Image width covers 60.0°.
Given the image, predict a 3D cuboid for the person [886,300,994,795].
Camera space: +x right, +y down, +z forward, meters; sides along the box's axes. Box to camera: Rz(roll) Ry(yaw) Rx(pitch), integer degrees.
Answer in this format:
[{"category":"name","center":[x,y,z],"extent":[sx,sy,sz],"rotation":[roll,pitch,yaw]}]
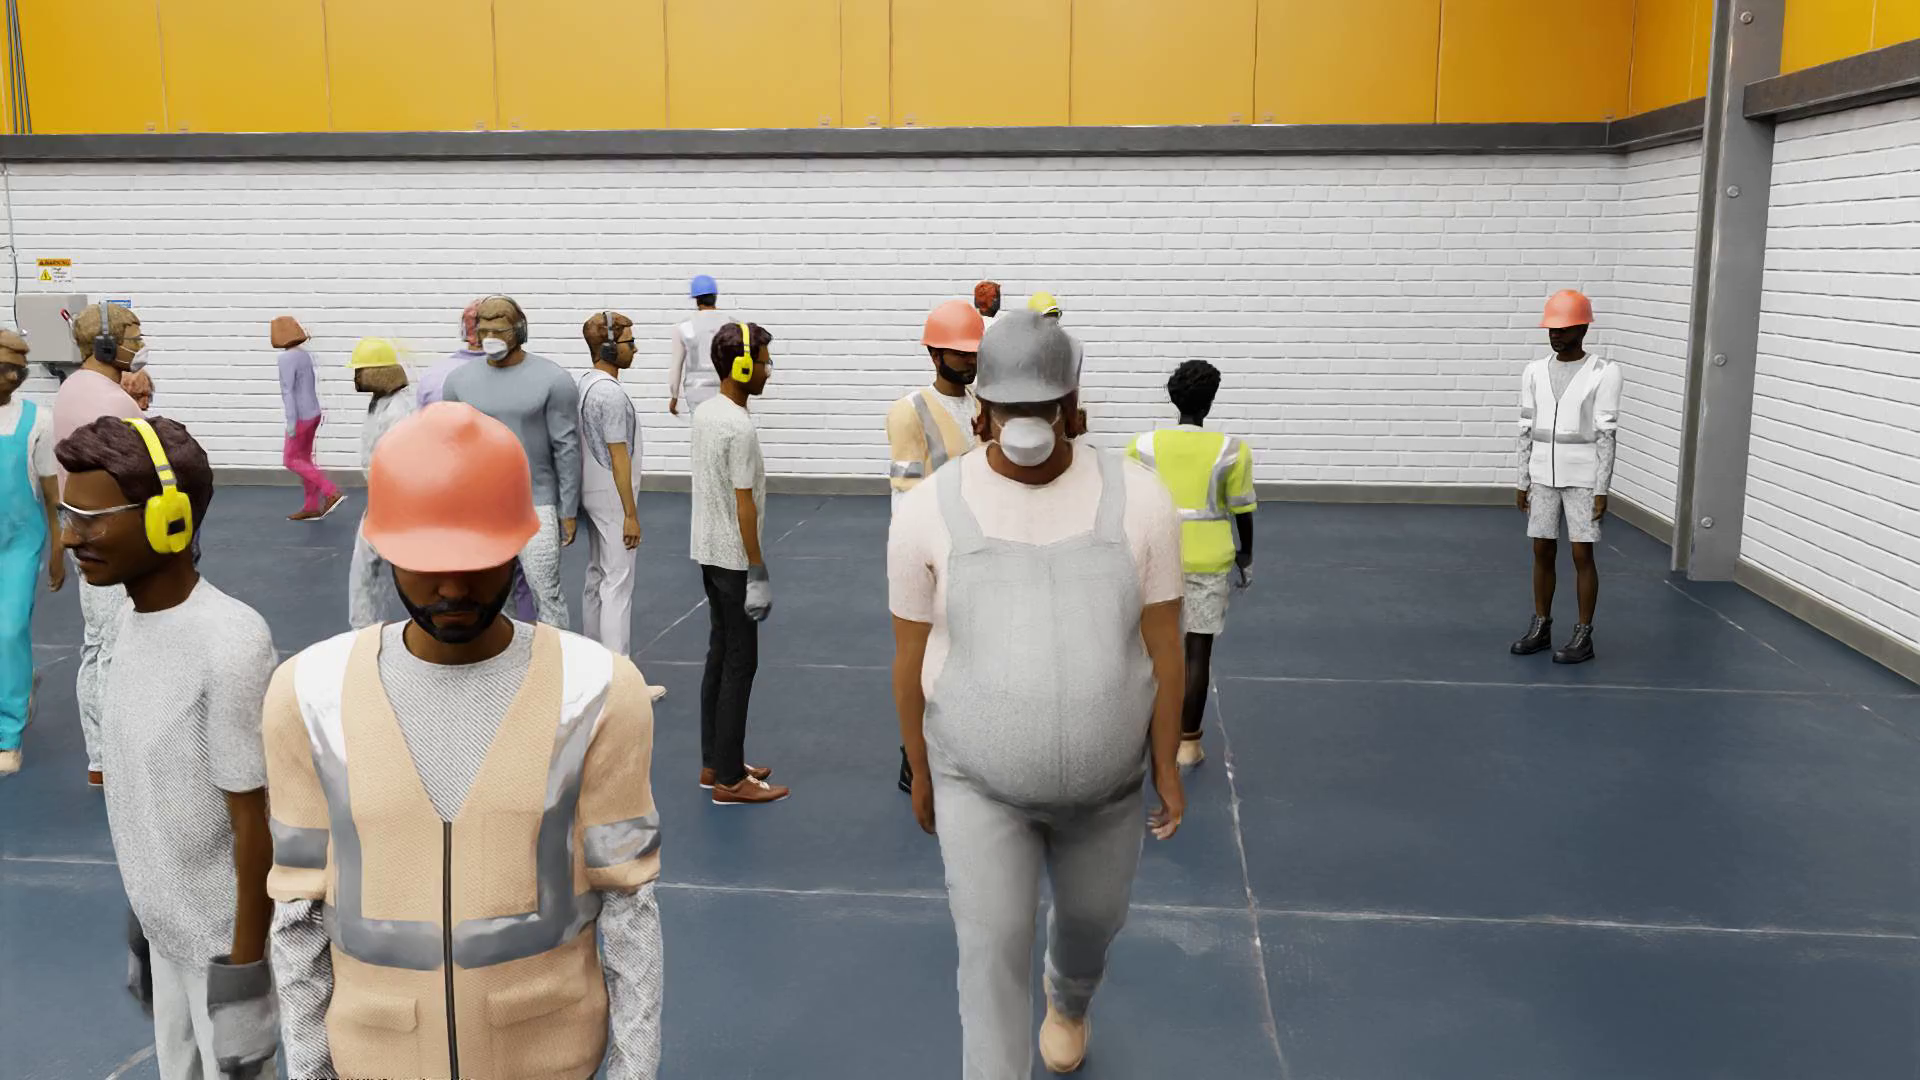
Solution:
[{"category":"person","center":[-0.026,0.043,6.464],"extent":[0.373,1.934,0.551],"rotation":[9,13,42]}]

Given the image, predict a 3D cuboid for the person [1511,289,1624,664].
[{"category":"person","center":[3.108,-0.321,8.589],"extent":[0.387,1.929,0.539],"rotation":[-9,13,-42]}]

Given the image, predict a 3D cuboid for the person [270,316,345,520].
[{"category":"person","center":[-5.106,-0.934,12.976],"extent":[0.450,1.613,0.544],"rotation":[-1,10,-4]}]

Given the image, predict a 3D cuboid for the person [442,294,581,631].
[{"category":"person","center":[-2.033,-0.144,7.570],"extent":[0.634,1.930,0.384],"rotation":[1,10,6]}]

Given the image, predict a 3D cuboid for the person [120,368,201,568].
[{"category":"person","center":[-3.668,0.026,7.439],"extent":[0.523,1.631,0.320],"rotation":[-5,11,-25]}]

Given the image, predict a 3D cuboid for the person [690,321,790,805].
[{"category":"person","center":[-0.862,0.095,6.405],"extent":[0.337,1.858,0.523],"rotation":[-5,11,-26]}]

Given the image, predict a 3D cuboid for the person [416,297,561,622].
[{"category":"person","center":[-2.217,-0.198,7.929],"extent":[0.651,1.906,0.403],"rotation":[0,10,-2]}]

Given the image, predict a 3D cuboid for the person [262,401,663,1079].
[{"category":"person","center":[-0.704,0.757,2.413],"extent":[0.550,1.925,0.390],"rotation":[-2,10,-9]}]

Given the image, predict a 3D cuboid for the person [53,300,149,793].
[{"category":"person","center":[-3.248,0.054,6.397],"extent":[0.352,1.937,0.635],"rotation":[-8,13,-39]}]

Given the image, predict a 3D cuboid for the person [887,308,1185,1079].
[{"category":"person","center":[0.176,0.441,3.886],"extent":[0.678,2.000,0.923],"rotation":[-1,10,-6]}]

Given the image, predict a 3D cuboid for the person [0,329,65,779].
[{"category":"person","center":[-3.992,0.035,6.891],"extent":[0.541,1.807,0.730],"rotation":[-3,10,-17]}]

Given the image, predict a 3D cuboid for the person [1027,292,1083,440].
[{"category":"person","center":[0.620,-0.869,12.012],"extent":[0.403,1.822,0.588],"rotation":[9,13,42]}]

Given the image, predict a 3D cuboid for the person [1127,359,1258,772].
[{"category":"person","center":[0.961,0.092,6.925],"extent":[0.552,1.671,0.624],"rotation":[3,10,17]}]

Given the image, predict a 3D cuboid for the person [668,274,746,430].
[{"category":"person","center":[-2.057,-1.176,13.461],"extent":[0.625,1.923,0.748],"rotation":[-4,11,-22]}]

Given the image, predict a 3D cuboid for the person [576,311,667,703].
[{"category":"person","center":[-1.626,-0.147,7.815],"extent":[0.345,1.846,0.507],"rotation":[-6,11,-30]}]

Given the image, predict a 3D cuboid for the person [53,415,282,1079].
[{"category":"person","center":[-1.318,0.710,2.871],"extent":[0.506,1.864,0.332],"rotation":[9,14,43]}]
